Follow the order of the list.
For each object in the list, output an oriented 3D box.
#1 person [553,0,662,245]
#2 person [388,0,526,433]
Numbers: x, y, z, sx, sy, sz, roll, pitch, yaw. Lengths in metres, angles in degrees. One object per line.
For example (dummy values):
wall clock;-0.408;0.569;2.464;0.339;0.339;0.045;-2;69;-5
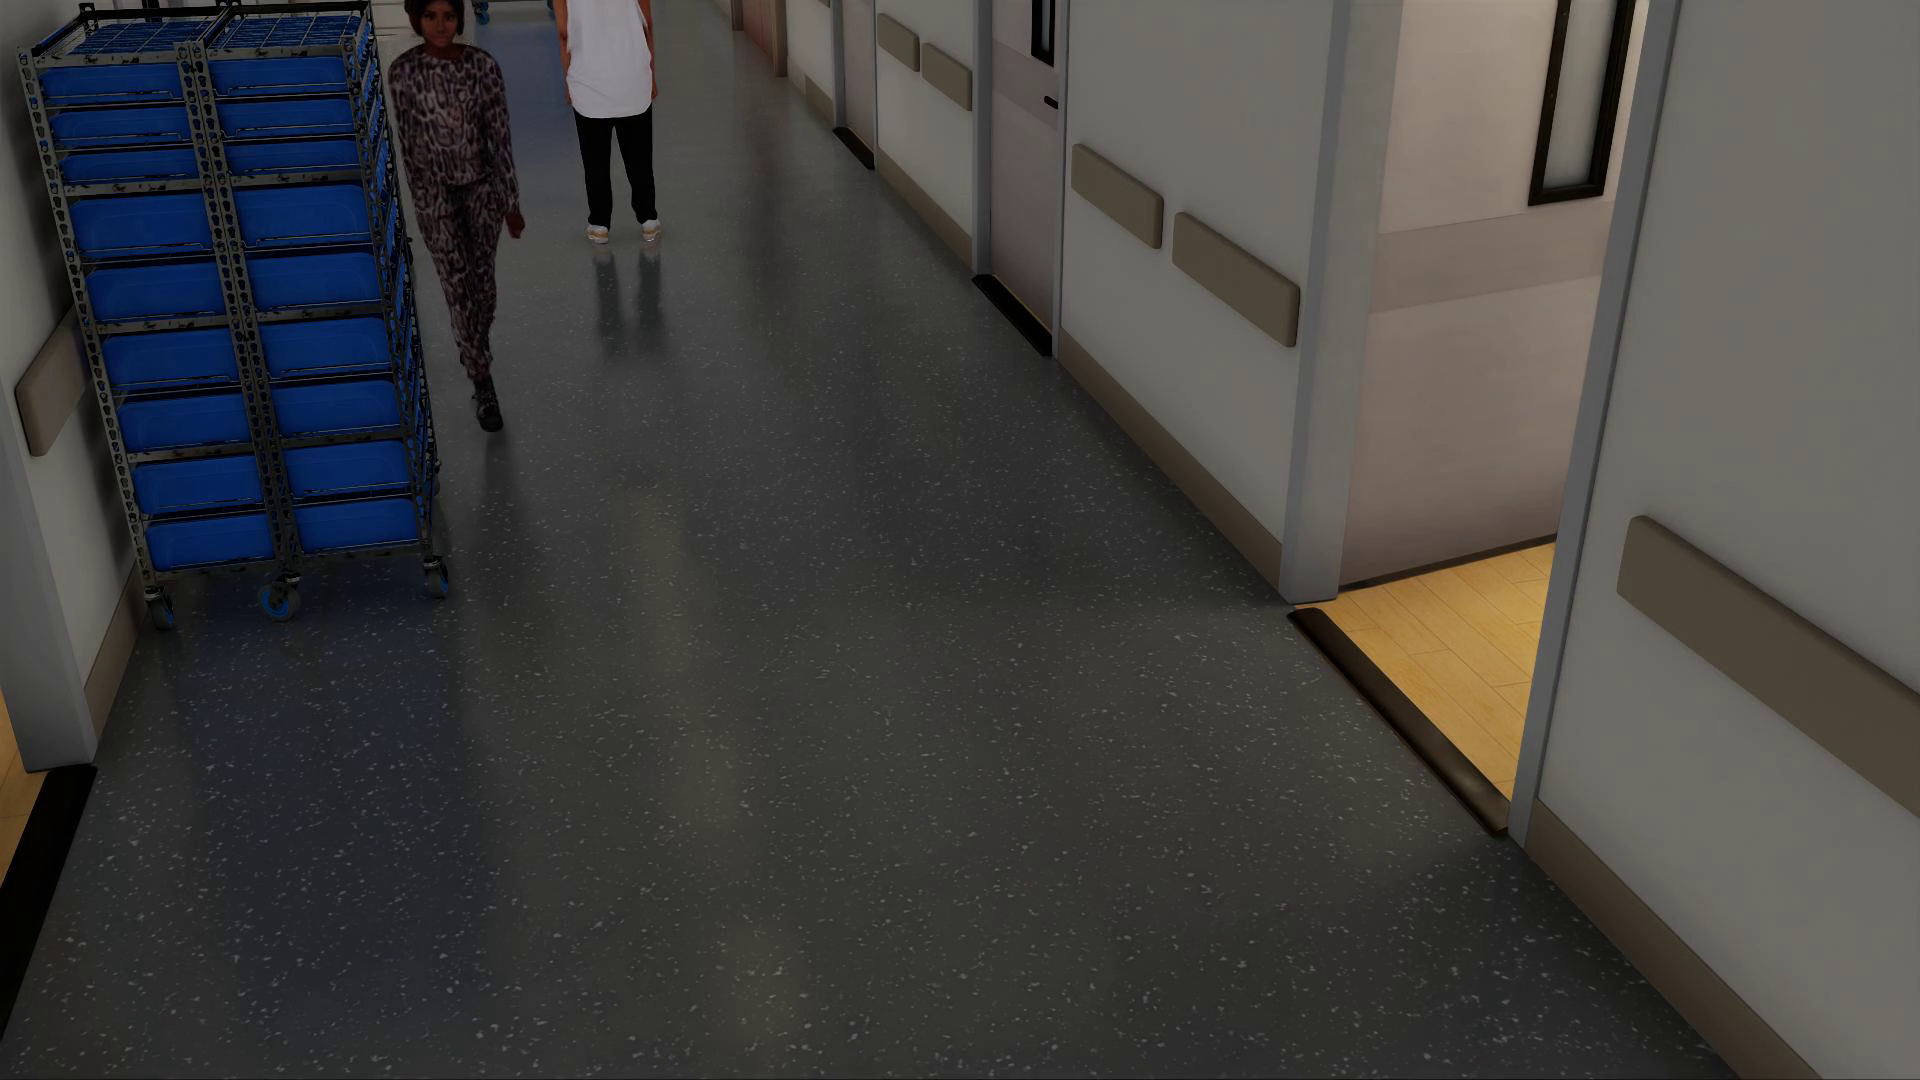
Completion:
person;-1.852;-2.421;8.749;0.638;1.688;0.583;-6;26;-13
person;-1.956;-1.314;6.487;0.585;1.658;1.193;-6;26;-13
